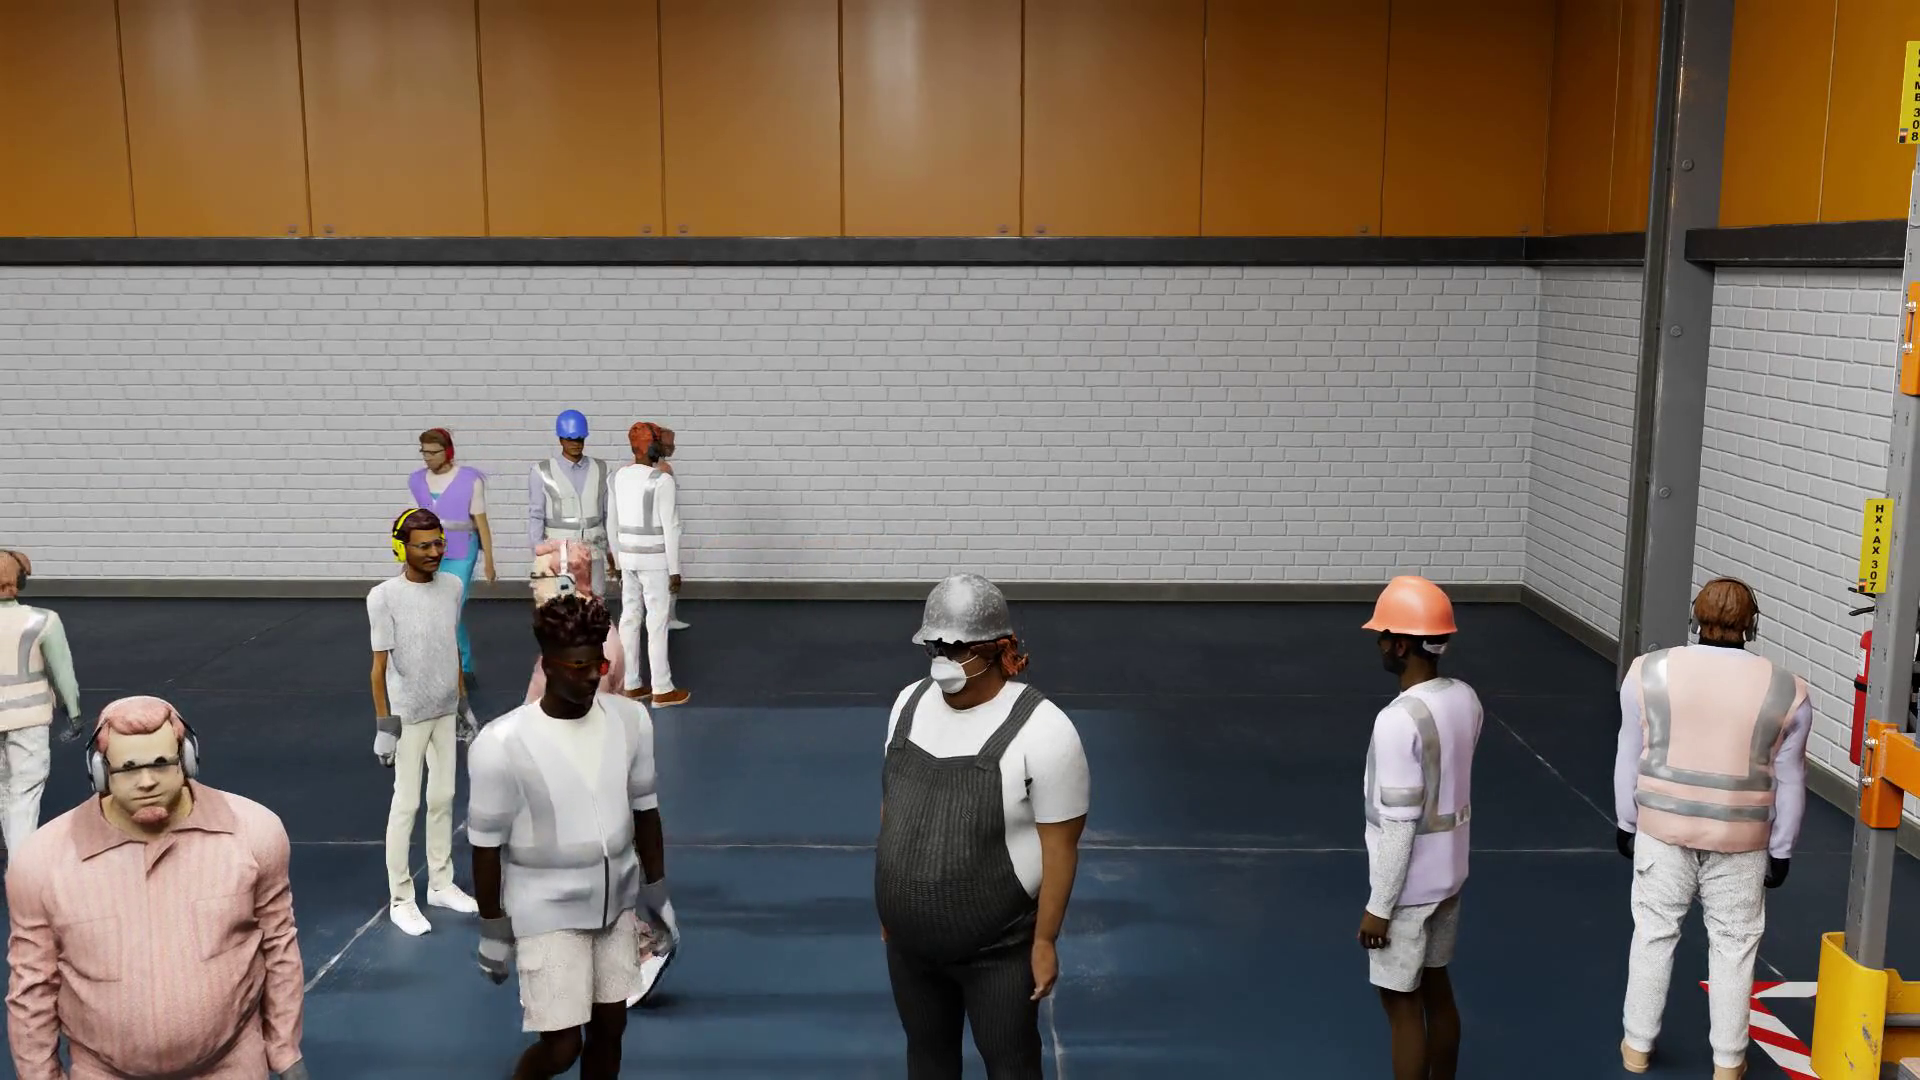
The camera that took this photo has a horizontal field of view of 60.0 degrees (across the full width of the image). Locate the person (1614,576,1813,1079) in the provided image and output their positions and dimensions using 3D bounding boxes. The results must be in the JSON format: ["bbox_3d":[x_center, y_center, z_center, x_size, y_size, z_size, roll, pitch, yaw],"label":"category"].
[{"bbox_3d":[2.647,1.034,5.913,0.615,1.836,0.428,4,10,25],"label":"person"}]

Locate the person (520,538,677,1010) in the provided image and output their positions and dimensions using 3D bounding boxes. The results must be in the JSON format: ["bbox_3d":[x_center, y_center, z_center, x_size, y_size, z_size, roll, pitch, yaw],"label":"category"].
[{"bbox_3d":[-1.443,0.922,6.402,0.496,1.887,0.663,-2,10,-14],"label":"person"}]

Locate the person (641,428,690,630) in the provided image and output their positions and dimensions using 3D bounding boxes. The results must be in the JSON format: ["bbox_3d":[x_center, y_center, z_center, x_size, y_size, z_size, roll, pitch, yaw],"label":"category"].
[{"bbox_3d":[-2.455,-0.082,13.267,0.377,1.621,0.624,-6,11,-30],"label":"person"}]

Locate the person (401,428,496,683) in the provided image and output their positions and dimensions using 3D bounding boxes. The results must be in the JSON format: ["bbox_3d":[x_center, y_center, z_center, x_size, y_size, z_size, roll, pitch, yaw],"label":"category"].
[{"bbox_3d":[-3.490,0.154,11.217,0.614,1.810,0.759,3,10,20],"label":"person"}]

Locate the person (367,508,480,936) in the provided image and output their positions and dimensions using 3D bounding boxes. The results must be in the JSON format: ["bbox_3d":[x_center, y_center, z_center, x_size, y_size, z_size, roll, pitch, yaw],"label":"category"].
[{"bbox_3d":[-2.350,0.781,7.329,0.311,1.862,0.535,6,11,31],"label":"person"}]

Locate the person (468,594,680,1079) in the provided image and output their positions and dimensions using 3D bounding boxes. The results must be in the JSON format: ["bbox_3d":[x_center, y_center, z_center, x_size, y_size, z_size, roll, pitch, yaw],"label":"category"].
[{"bbox_3d":[-1.198,1.108,5.106,0.464,1.946,0.614,9,13,42],"label":"person"}]

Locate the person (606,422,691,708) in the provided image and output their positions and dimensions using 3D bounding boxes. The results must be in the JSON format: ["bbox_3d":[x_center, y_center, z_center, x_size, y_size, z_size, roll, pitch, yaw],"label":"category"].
[{"bbox_3d":[-2.068,0.163,10.970,0.576,1.881,0.354,6,11,32],"label":"person"}]

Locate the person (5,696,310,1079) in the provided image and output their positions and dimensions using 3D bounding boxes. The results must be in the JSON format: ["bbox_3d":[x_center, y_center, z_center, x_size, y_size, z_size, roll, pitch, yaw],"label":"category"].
[{"bbox_3d":[-1.930,1.306,4.055,0.655,1.904,0.407,-5,11,-28],"label":"person"}]

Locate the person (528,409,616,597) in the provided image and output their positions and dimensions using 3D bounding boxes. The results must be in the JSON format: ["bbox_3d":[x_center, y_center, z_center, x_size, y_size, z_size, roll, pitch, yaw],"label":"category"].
[{"bbox_3d":[-2.594,0.088,11.220,0.606,1.947,0.406,-6,11,-32],"label":"person"}]

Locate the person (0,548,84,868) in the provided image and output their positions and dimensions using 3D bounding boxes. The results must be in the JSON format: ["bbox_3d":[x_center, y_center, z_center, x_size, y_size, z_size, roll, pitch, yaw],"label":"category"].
[{"bbox_3d":[-4.373,0.836,7.750,0.541,1.608,0.754,-1,10,-8],"label":"person"}]

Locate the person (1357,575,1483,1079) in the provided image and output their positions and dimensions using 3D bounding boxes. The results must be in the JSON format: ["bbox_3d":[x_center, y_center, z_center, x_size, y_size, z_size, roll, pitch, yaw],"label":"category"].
[{"bbox_3d":[1.435,1.072,5.361,0.373,1.935,0.552,8,12,40],"label":"person"}]
